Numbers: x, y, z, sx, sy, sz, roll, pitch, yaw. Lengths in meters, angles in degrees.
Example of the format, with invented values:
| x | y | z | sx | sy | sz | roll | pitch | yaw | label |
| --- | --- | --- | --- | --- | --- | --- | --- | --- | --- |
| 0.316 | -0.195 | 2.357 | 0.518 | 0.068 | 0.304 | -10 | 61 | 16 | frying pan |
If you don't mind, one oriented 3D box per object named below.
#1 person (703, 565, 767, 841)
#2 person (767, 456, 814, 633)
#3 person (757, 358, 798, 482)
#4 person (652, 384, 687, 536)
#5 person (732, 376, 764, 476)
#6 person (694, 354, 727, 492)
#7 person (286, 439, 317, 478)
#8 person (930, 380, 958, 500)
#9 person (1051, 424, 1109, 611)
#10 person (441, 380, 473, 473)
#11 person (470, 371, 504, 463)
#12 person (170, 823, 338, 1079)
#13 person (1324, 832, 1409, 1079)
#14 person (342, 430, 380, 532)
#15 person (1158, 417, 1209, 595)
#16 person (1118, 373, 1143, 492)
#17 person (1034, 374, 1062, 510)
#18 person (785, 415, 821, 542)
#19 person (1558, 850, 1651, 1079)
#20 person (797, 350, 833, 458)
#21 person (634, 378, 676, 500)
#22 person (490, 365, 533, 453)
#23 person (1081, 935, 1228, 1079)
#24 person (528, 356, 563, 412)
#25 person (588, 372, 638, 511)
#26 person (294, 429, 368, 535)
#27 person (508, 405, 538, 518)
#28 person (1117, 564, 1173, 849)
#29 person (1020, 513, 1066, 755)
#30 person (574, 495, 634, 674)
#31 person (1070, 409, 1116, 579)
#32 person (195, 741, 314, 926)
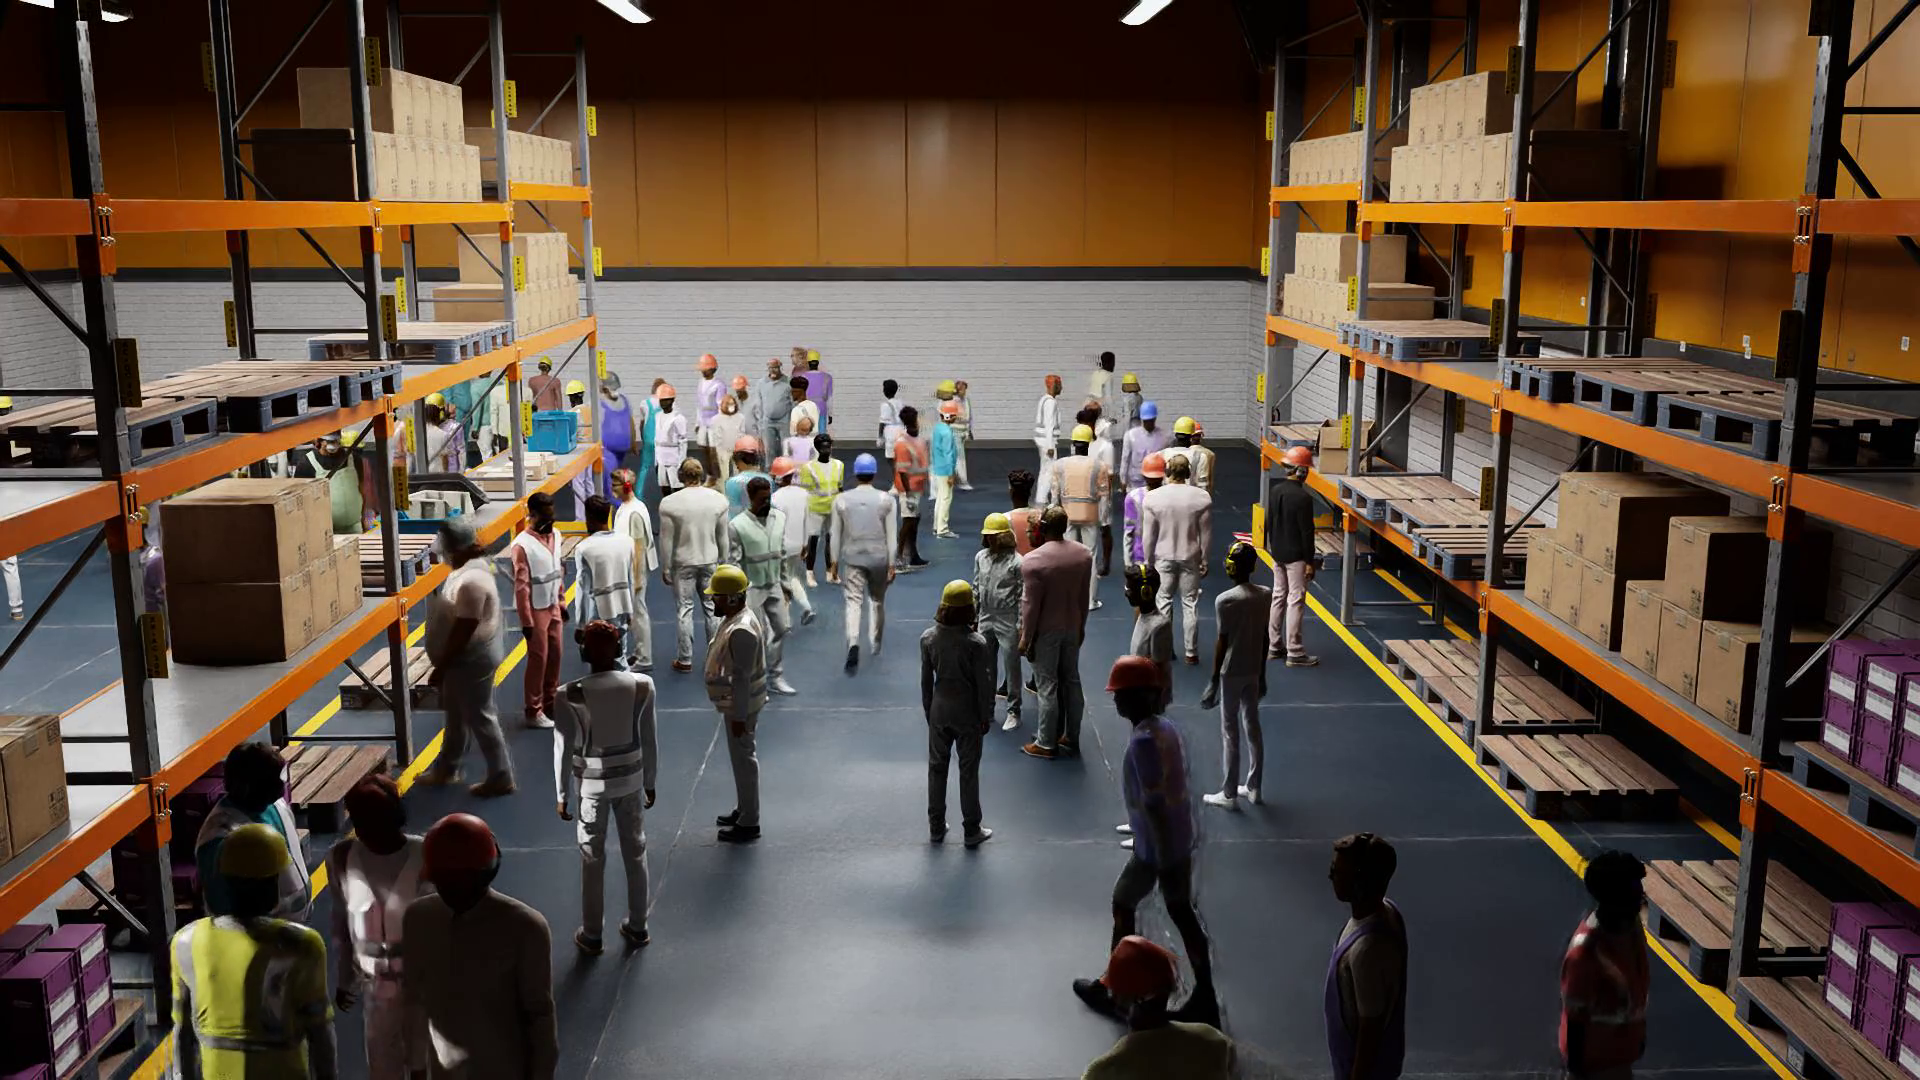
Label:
| x | y | z | sx | sy | sz | roll | pitch | yaw | label |
| --- | --- | --- | --- | --- | --- | --- | --- | --- | --- |
| -1.472 | 1.055 | 10.904 | 0.404 | 1.824 | 0.586 | -3 | 12 | -14 | person |
| -1.694 | 0.053 | 16.106 | 0.389 | 1.738 | 0.577 | 8 | 14 | 35 | person |
| -2.733 | -1.771 | 24.859 | 0.658 | 1.908 | 0.399 | 2 | 11 | 8 | person |
| -3.657 | -0.983 | 20.833 | 0.560 | 1.932 | 0.378 | 10 | 15 | 42 | person |
| -3.111 | -1.526 | 24.096 | 0.568 | 1.723 | 0.470 | 3 | 12 | 14 | person |
| -3.649 | -1.691 | 24.179 | 0.632 | 2.025 | 0.403 | 11 | 16 | 43 | person |
| -8.460 | -0.992 | 21.486 | 0.320 | 1.694 | 0.537 | 7 | 13 | 32 | person |
| -0.242 | -1.400 | 23.448 | 0.430 | 1.720 | 0.517 | -2 | 11 | -8 | person |
| 1.233 | -0.229 | 17.064 | 0.594 | 1.925 | 0.377 | 2 | 12 | 12 | person |
| -7.700 | -1.924 | 25.612 | 0.411 | 1.910 | 0.643 | 2 | 12 | 12 | person |
| -6.858 | -1.658 | 24.204 | 0.354 | 1.937 | 0.635 | 7 | 13 | 30 | person |
| -2.597 | 1.991 | 6.054 | 0.616 | 1.889 | 0.867 | 2 | 12 | 12 | person |
| 1.486 | 1.973 | 6.229 | 0.334 | 1.845 | 0.513 | 4 | 12 | 18 | person |
| -6.605 | -0.338 | 18.133 | 0.775 | 1.744 | 0.527 | 3 | 12 | 15 | person |
| 2.355 | -0.349 | 17.667 | 0.591 | 1.927 | 0.366 | 5 | 12 | 22 | person |
| 2.479 | -1.562 | 24.217 | 0.325 | 1.740 | 0.493 | 7 | 13 | 32 | person |
| 1.202 | -1.316 | 22.663 | 0.369 | 1.868 | 0.595 | -1 | 11 | -5 | person |
| -1.915 | -0.705 | 20.226 | 0.513 | 1.614 | 0.742 | 2 | 12 | 12 | person |
| 2.481 | 1.988 | 6.591 | 0.728 | 1.669 | 0.551 | 8 | 14 | 35 | person |
| -2.276 | -2.000 | 25.971 | 0.589 | 1.919 | 0.395 | -2 | 12 | -12 | person |
| -4.169 | -1.270 | 22.562 | 0.740 | 1.822 | 0.527 | 1 | 11 | 6 | person |
| -6.271 | -1.518 | 23.357 | 0.612 | 1.996 | 0.388 | -5 | 12 | -24 | person |
| 0.625 | 2.160 | 5.555 | 0.602 | 1.727 | 0.593 | -7 | 13 | -32 | person |
| -6.663 | -2.077 | 26.775 | 0.534 | 1.756 | 0.342 | -1 | 11 | -4 | person |
| -4.686 | -1.337 | 22.335 | 1.068 | 2.000 | 0.740 | 9 | 15 | 39 | person |
| -6.312 | -0.235 | 16.808 | 0.684 | 2.000 | 0.538 | -9 | 14 | -39 | person |
| -5.507 | -0.909 | 21.181 | 0.534 | 1.660 | 0.567 | 7 | 13 | 32 | person |
| 1.196 | 1.066 | 10.766 | 0.346 | 1.856 | 0.523 | -1 | 11 | -5 | person |
| 0.666 | 0.710 | 12.564 | 0.389 | 1.845 | 0.564 | 4 | 12 | 21 | person |
| -2.762 | 0.596 | 12.987 | 0.402 | 1.909 | 0.599 | 7 | 13 | 31 | person |
| 1.409 | -0.477 | 18.311 | 0.634 | 1.915 | 0.931 | 9 | 14 | 37 | person |
| -3.066 | 1.766 | 7.314 | 0.429 | 1.832 | 0.630 | 0 | 11 | 0 | person |
